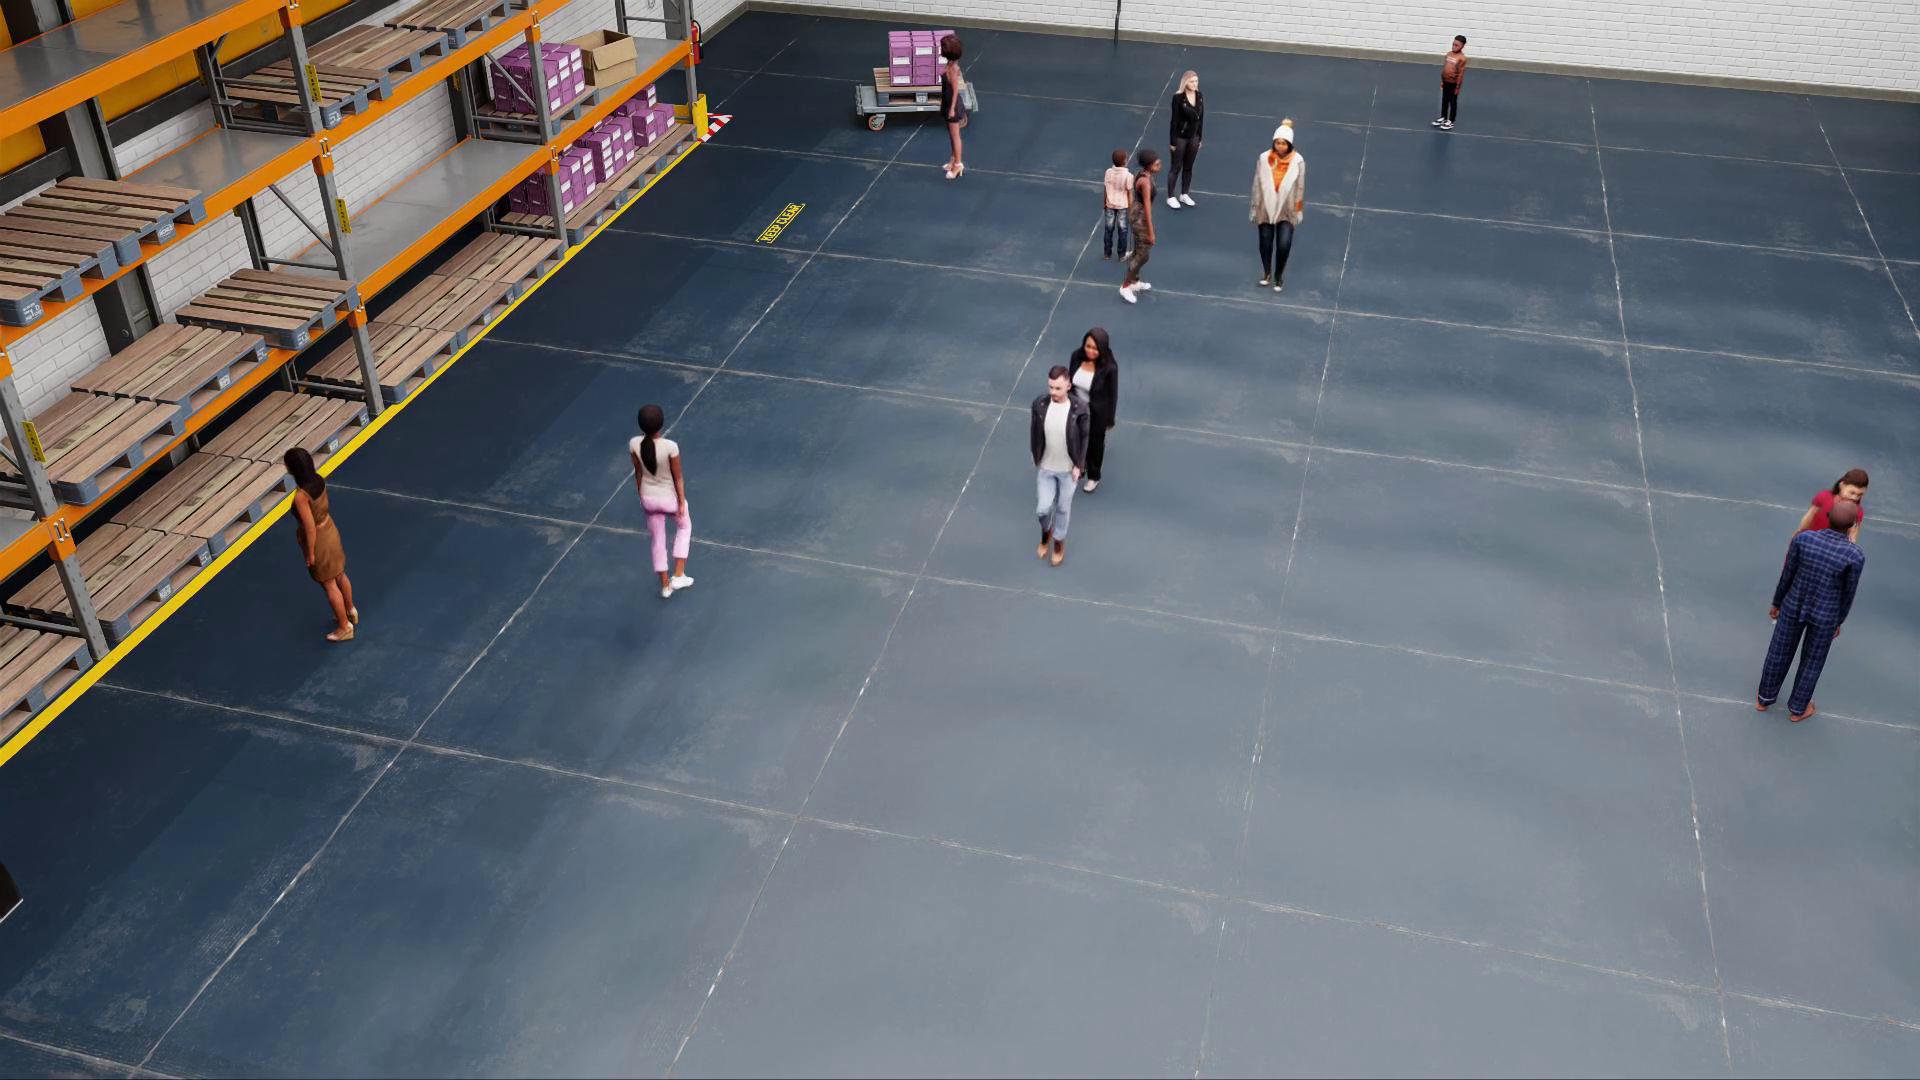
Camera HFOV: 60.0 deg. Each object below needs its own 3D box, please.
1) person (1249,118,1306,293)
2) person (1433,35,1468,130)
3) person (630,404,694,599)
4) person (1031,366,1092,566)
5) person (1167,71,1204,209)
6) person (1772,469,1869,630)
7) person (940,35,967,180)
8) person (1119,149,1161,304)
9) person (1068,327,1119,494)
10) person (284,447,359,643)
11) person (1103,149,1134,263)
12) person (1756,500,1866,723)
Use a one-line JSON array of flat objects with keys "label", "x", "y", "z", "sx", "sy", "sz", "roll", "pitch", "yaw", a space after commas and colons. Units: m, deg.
[{"label": "person", "x": 3.481, "y": -3.679, "z": 18.131, "sx": 0.732, "sy": 1.876, "sz": 0.712, "roll": 11, "pitch": 35, "yaw": 16}, {"label": "person", "x": 6.674, "y": -6.213, "z": 22.506, "sx": 0.647, "sy": 1.255, "sz": 0.585, "roll": -17, "pitch": 37, "yaw": -24}, {"label": "person", "x": -2.393, "y": -0.260, "z": 13.117, "sx": 0.593, "sy": 1.733, "sz": 0.603, "roll": 6, "pitch": 34, "yaw": 9}, {"label": "person", "x": 0.832, "y": -0.656, "z": 13.634, "sx": 0.649, "sy": 1.821, "sz": 0.605, "roll": 8, "pitch": 34, "yaw": 12}, {"label": "person", "x": 2.702, "y": -4.836, "z": 20.047, "sx": 0.689, "sy": 1.682, "sz": 0.743, "roll": -17, "pitch": 37, "yaw": -23}, {"label": "person", "x": 6.641, "y": 0.036, "z": 12.872, "sx": 0.633, "sy": 1.511, "sz": 0.711, "roll": 23, "pitch": 40, "yaw": 31}, {"label": "person", "x": -0.094, "y": -5.433, "z": 20.850, "sx": 0.702, "sy": 1.788, "sz": 0.588, "roll": -4, "pitch": 34, "yaw": -6}, {"label": "person", "x": 1.952, "y": -3.398, "z": 17.877, "sx": 0.739, "sy": 1.689, "sz": 0.582, "roll": -5, "pitch": 34, "yaw": -7}, {"label": "person", "x": 1.186, "y": -1.180, "z": 14.622, "sx": 0.743, "sy": 1.600, "sz": 0.766, "roll": 18, "pitch": 38, "yaw": 25}, {"label": "person", "x": -4.894, "y": 0.027, "z": 12.726, "sx": 0.690, "sy": 1.689, "sz": 0.548, "roll": -2, "pitch": 34, "yaw": -3}, {"label": "person", "x": 1.780, "y": -3.800, "z": 18.827, "sx": 0.537, "sy": 1.307, "sz": 0.530, "roll": 15, "pitch": 37, "yaw": 22}, {"label": "person", "x": 6.090, "y": 0.498, "z": 11.899, "sx": 0.748, "sy": 1.819, "sz": 0.747, "roll": 24, "pitch": 40, "yaw": 31}]
